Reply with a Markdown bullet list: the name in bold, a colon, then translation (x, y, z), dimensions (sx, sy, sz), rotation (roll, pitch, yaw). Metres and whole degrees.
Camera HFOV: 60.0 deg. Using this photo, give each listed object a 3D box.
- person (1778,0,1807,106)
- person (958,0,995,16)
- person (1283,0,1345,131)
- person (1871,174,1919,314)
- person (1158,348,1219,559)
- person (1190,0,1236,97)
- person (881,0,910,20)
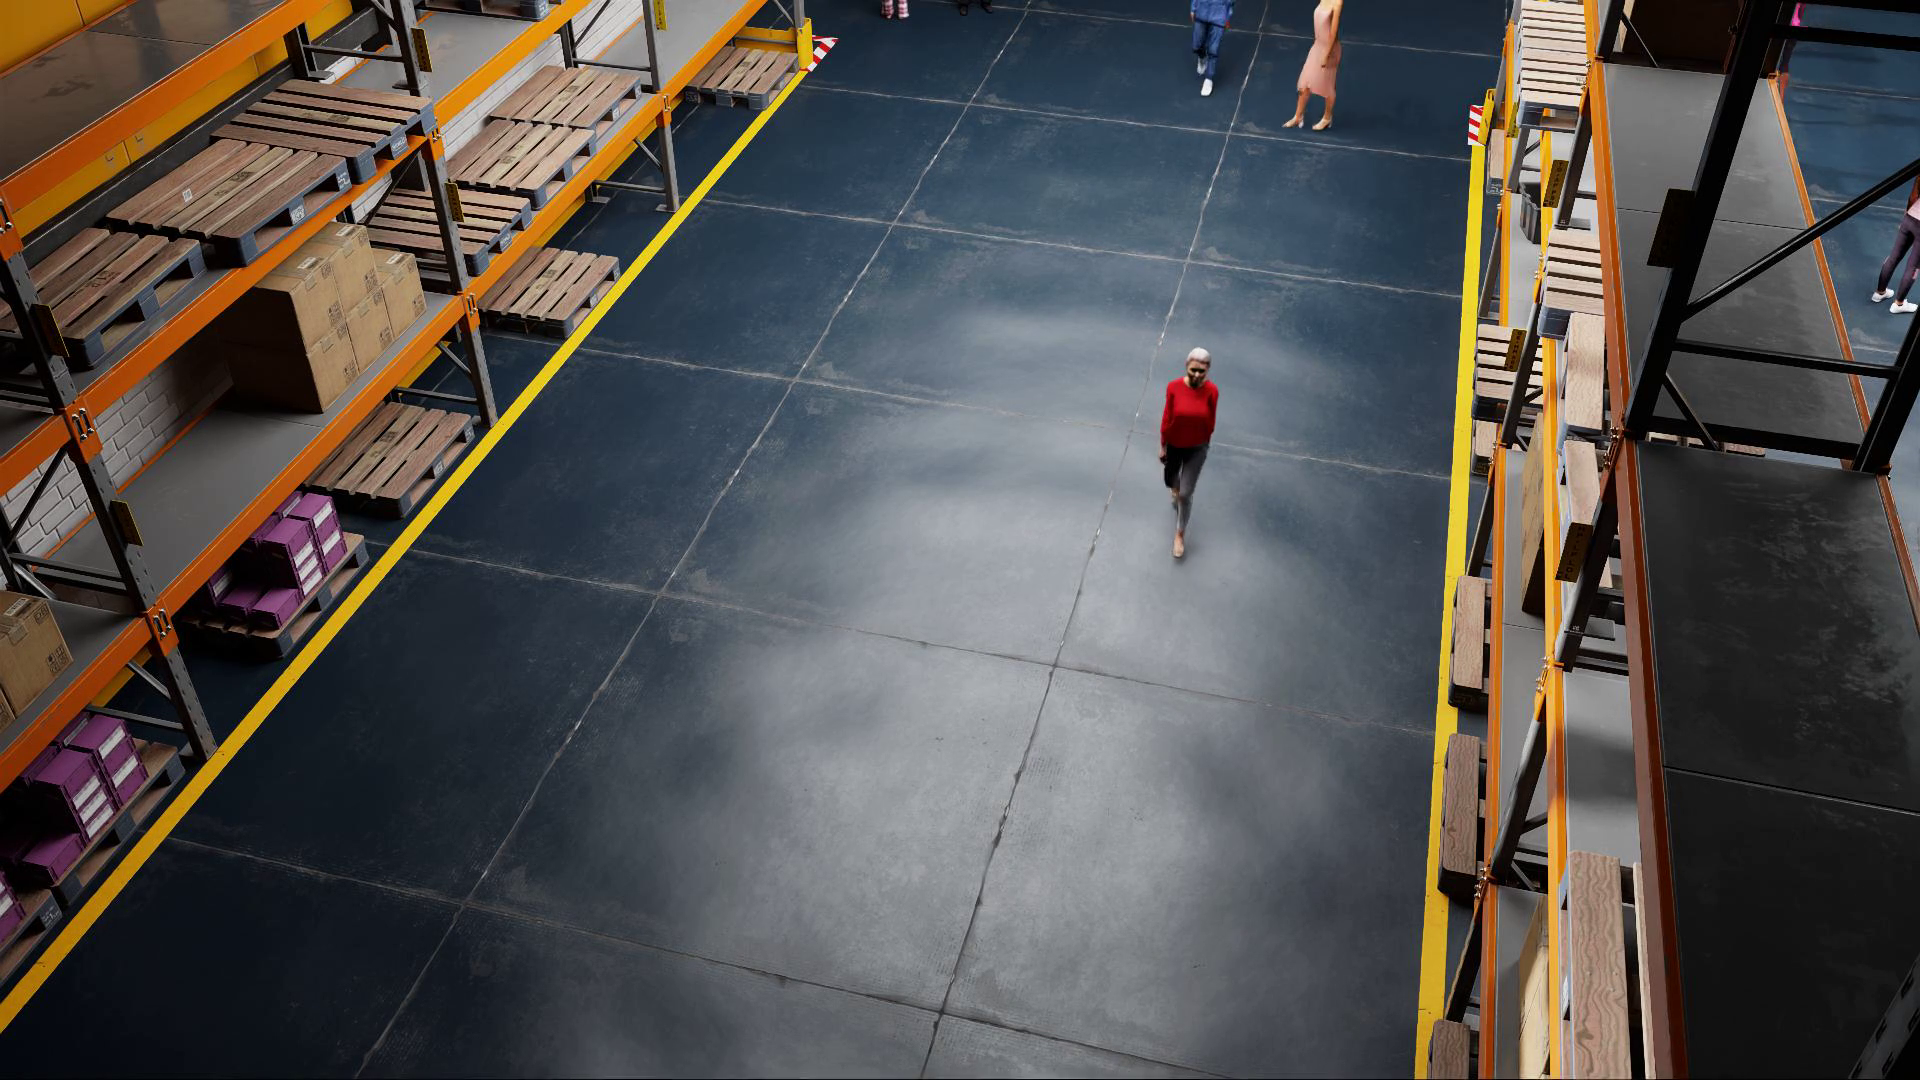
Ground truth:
- **person**: translation (9.203, -5.606, 18.536), dimensions (0.826, 1.677, 1.204), rotation (-1, 39, -1)
- **person**: translation (0.222, -7.559, 20.830), dimensions (0.862, 1.867, 0.860), rotation (-7, 39, -8)
- **person**: translation (4.053, -5.308, 18.051), dimensions (0.895, 1.818, 0.860), rotation (-12, 40, -15)
- **person**: translation (8.721, -2.851, 15.116), dimensions (0.720, 1.640, 0.643), rotation (-14, 41, -17)
- **person**: translation (1.682, -0.735, 12.444), dimensions (0.561, 1.669, 1.007), rotation (7, 39, 9)
- **person**: translation (2.892, -6.031, 18.974), dimensions (0.717, 1.795, 0.865), rotation (13, 40, 15)
- **person**: translation (-0.838, -7.346, 20.694), dimensions (0.624, 1.703, 0.498), rotation (8, 39, 9)
